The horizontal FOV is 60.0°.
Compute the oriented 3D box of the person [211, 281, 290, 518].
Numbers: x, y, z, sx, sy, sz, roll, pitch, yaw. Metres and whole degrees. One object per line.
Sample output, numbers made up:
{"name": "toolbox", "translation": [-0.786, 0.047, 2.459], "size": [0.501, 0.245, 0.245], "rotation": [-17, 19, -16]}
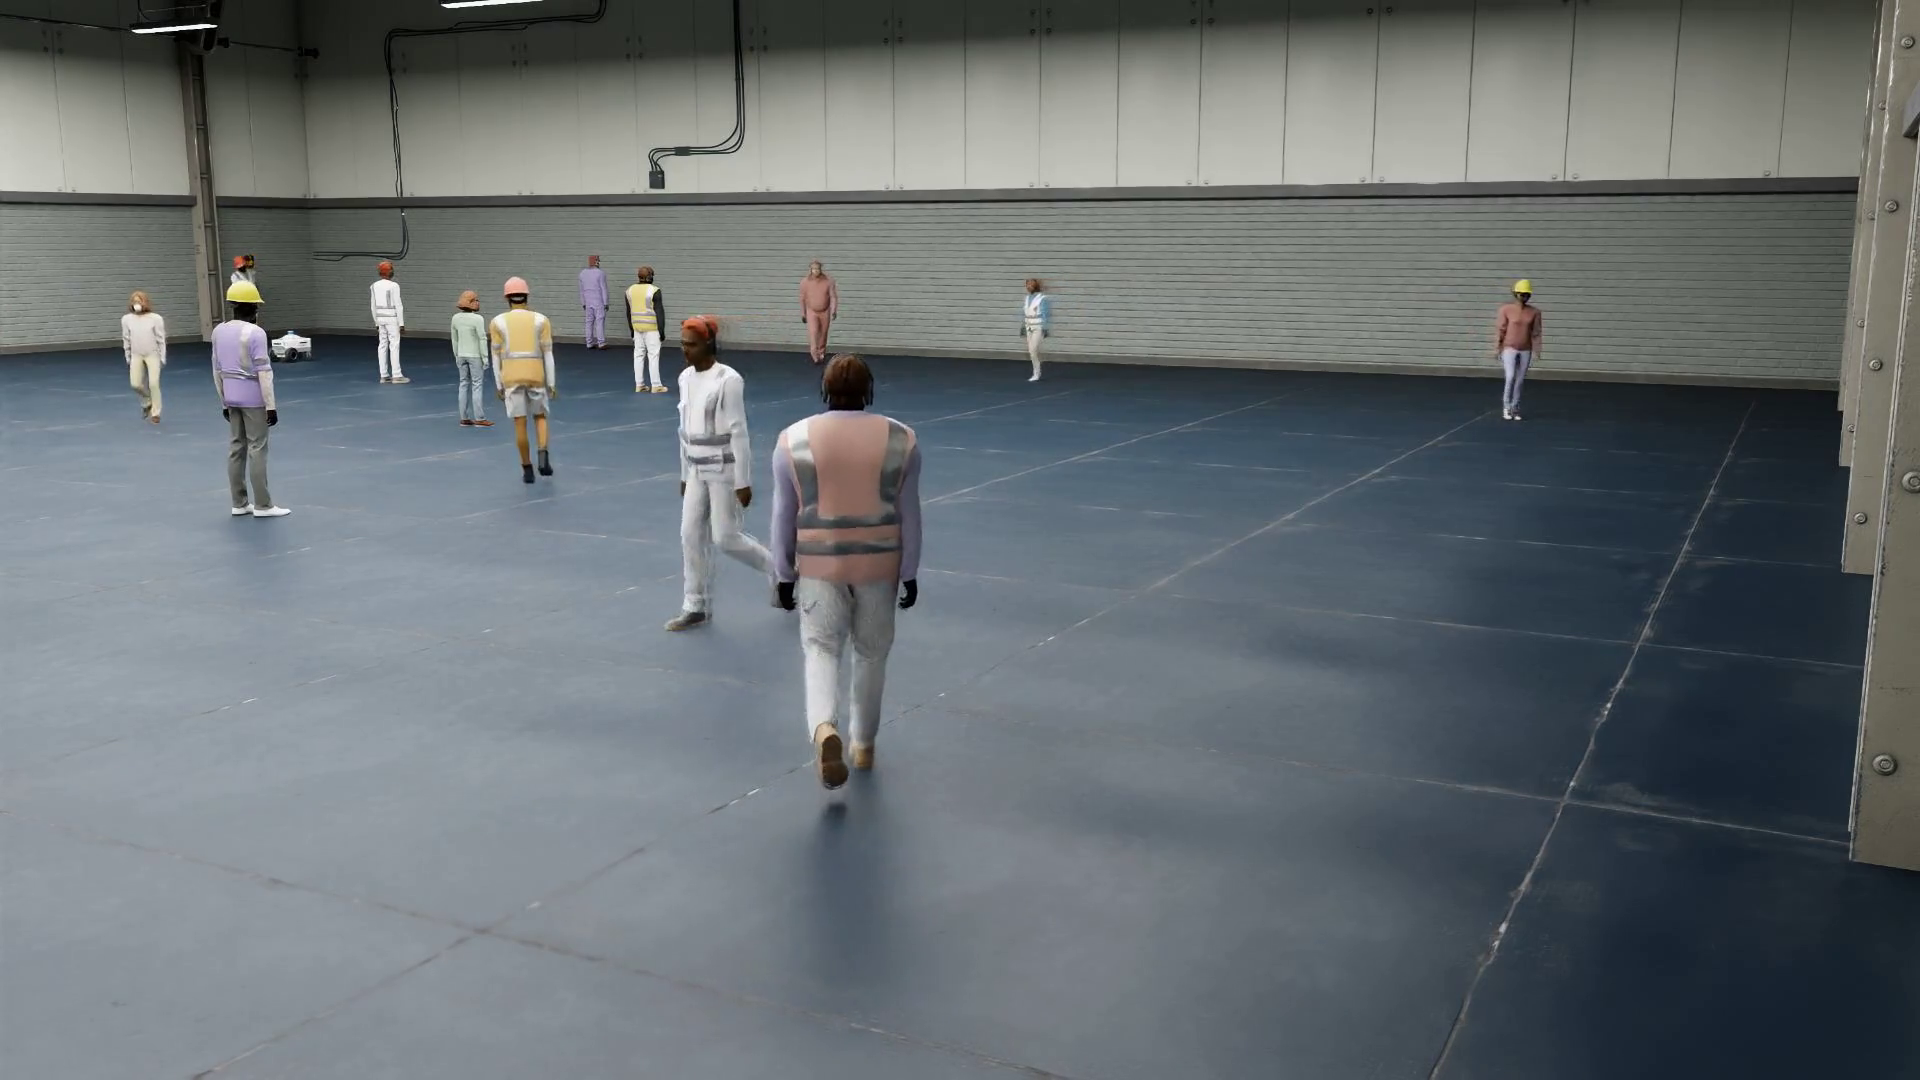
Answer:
{"name": "person", "translation": [-5.800, -1.140, 13.566], "size": [0.594, 1.925, 0.369], "rotation": [5, 12, 26]}

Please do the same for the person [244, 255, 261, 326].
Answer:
{"name": "person", "translation": [-15.449, -5.271, 36.254], "size": [0.532, 1.870, 0.315], "rotation": [5, 12, 26]}

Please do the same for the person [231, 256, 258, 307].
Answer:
{"name": "person", "translation": [-14.530, -4.855, 33.981], "size": [0.376, 1.891, 0.717], "rotation": [4, 11, 21]}

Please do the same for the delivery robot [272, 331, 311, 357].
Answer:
{"name": "delivery robot", "translation": [-12.163, -3.559, 30.252], "size": [0.477, 0.478, 0.707], "rotation": [4, 11, 20]}

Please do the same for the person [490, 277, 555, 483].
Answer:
{"name": "person", "translation": [-4.078, -1.489, 15.510], "size": [0.552, 1.911, 0.470], "rotation": [-4, 11, -20]}

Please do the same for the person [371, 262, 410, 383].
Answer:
{"name": "person", "translation": [-8.889, -3.381, 25.909], "size": [0.584, 1.882, 0.344], "rotation": [5, 12, 26]}

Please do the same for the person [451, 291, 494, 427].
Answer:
{"name": "person", "translation": [-5.884, -2.179, 20.033], "size": [0.507, 1.632, 0.273], "rotation": [5, 12, 26]}

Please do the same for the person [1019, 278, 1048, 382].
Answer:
{"name": "person", "translation": [1.144, -3.295, 26.144], "size": [0.490, 1.621, 0.540], "rotation": [-8, 13, -37]}

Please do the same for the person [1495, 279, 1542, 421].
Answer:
{"name": "person", "translation": [6.927, -2.341, 20.577], "size": [0.554, 1.747, 0.481], "rotation": [-1, 10, -3]}

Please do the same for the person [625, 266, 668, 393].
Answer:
{"name": "person", "translation": [-4.571, -3.076, 24.375], "size": [0.636, 1.841, 0.429], "rotation": [5, 12, 26]}

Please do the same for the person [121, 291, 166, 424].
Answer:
{"name": "person", "translation": [-9.955, -2.224, 20.326], "size": [0.506, 1.622, 0.373], "rotation": [-1, 10, -7]}

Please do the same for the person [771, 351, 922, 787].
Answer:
{"name": "person", "translation": [-0.467, 0.128, 6.952], "size": [0.631, 1.822, 0.733], "rotation": [-1, 10, -4]}

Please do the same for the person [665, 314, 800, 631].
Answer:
{"name": "person", "translation": [-1.373, -0.404, 9.763], "size": [0.743, 1.858, 0.618], "rotation": [-9, 14, -41]}

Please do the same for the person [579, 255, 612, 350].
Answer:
{"name": "person", "translation": [-7.326, -4.780, 33.476], "size": [0.652, 1.906, 0.409], "rotation": [5, 12, 26]}

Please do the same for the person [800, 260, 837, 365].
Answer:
{"name": "person", "translation": [-2.559, -4.101, 29.924], "size": [0.631, 1.864, 0.984], "rotation": [-2, 11, -12]}
